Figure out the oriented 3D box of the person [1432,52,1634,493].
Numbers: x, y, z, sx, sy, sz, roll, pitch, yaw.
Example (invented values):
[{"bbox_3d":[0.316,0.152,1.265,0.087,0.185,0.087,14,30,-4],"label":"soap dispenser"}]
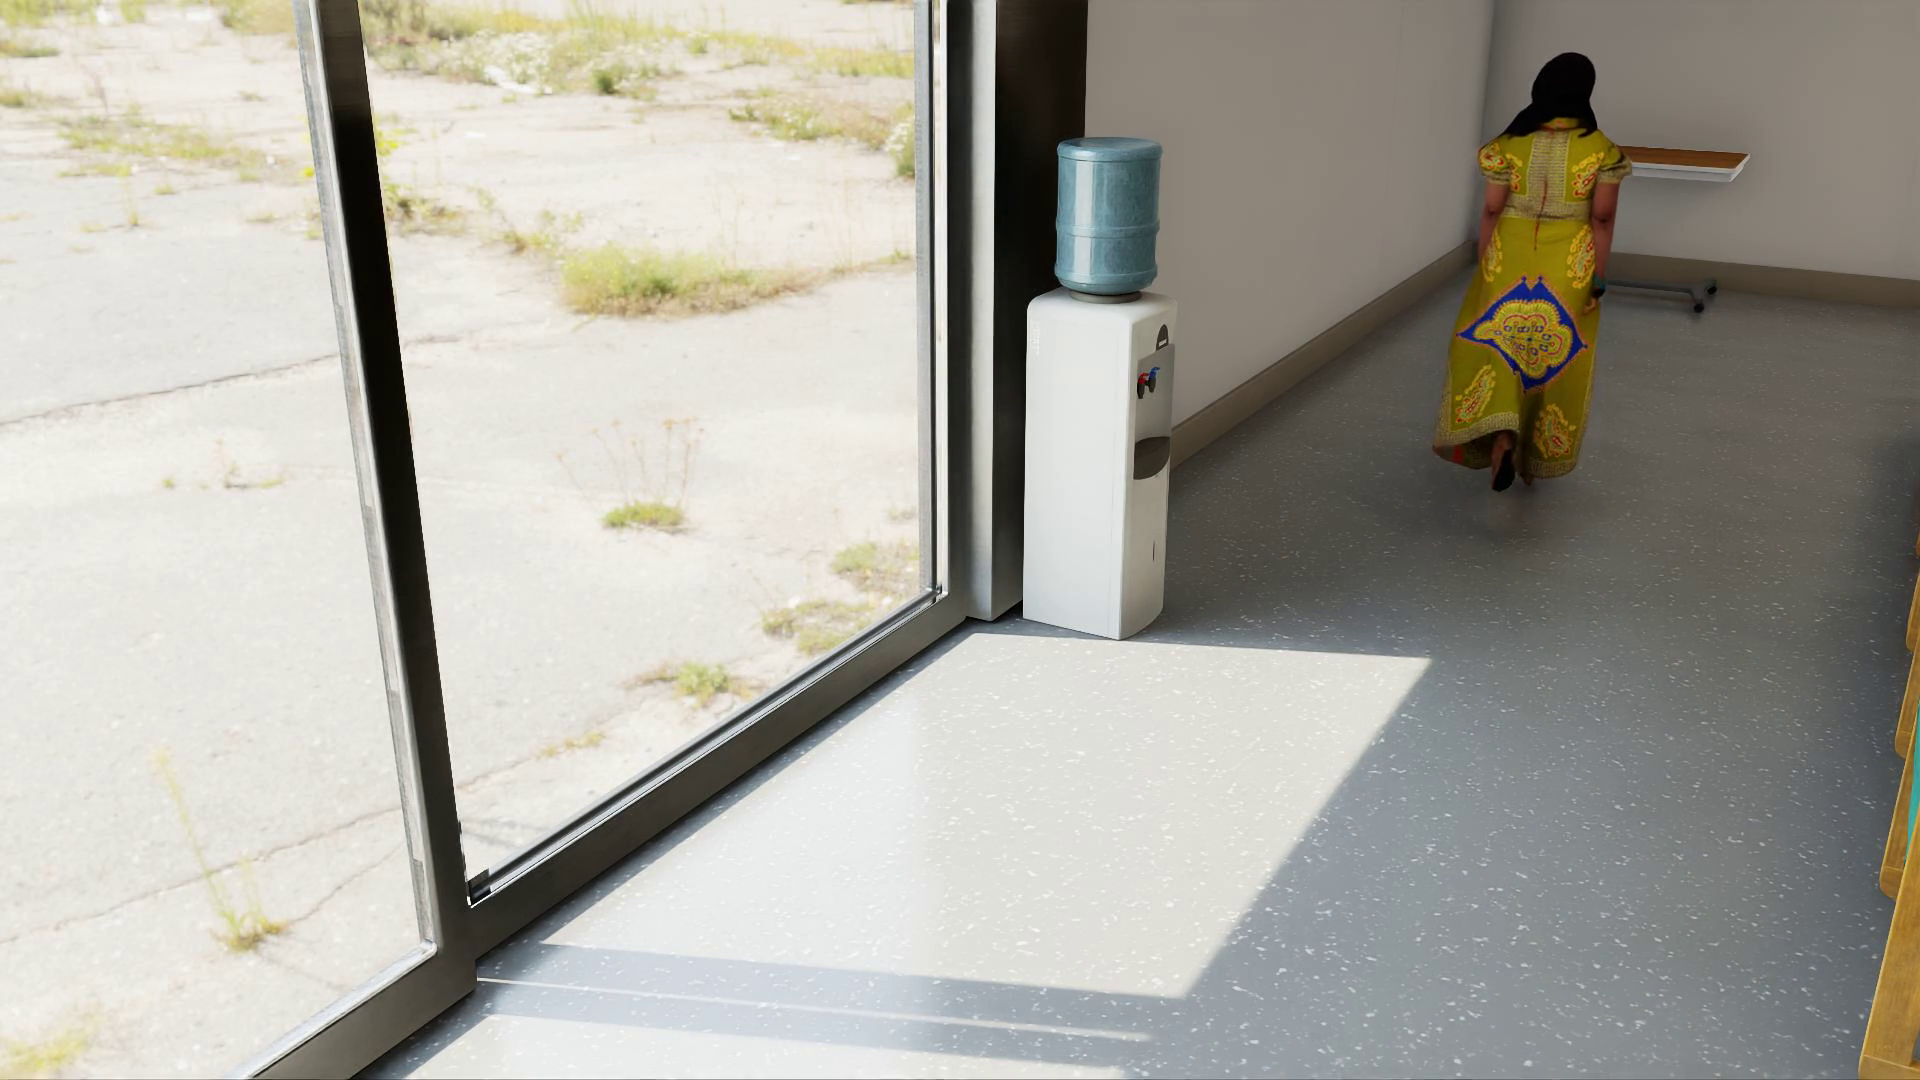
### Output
[{"bbox_3d":[2.120,-0.930,6.133,1.176,1.640,1.031,5,21,14],"label":"person"}]
